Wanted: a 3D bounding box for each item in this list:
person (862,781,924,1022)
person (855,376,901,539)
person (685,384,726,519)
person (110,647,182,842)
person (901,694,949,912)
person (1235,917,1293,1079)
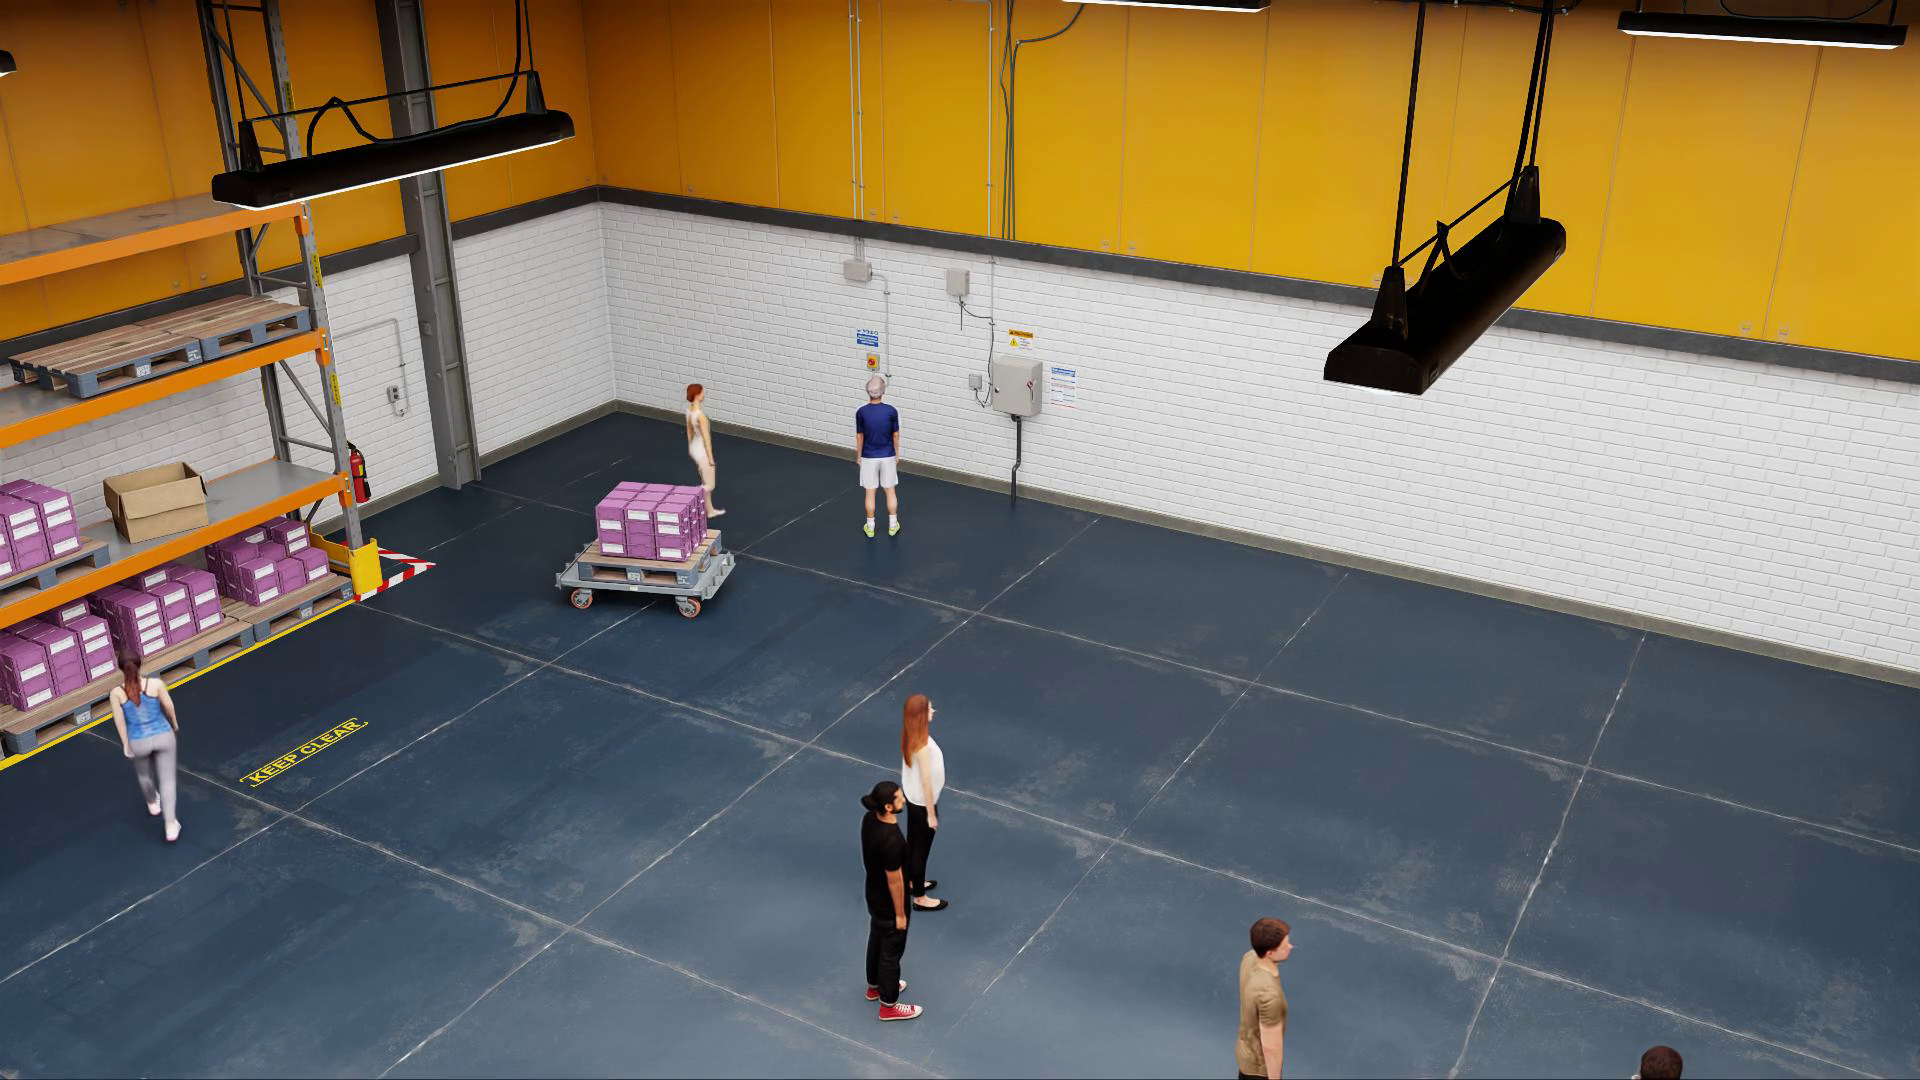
[{"bbox_3d":[-0.481,2.353,10.965,0.751,1.758,0.720,-10,25,-21],"label":"person"},{"bbox_3d":[-0.904,-0.924,18.361,0.723,1.838,0.749,-2,24,-5],"label":"person"},{"bbox_3d":[-2.965,-0.941,18.662,0.969,1.628,0.793,-16,28,-32],"label":"person"},{"bbox_3d":[-6.274,1.595,12.917,0.956,1.582,0.960,-10,26,-22],"label":"person"},{"bbox_3d":[-0.295,1.890,12.068,0.696,1.722,0.644,-7,25,-16],"label":"person"},{"bbox_3d":[1.707,2.942,9.500,0.811,1.851,0.701,-1,24,-3],"label":"person"}]
